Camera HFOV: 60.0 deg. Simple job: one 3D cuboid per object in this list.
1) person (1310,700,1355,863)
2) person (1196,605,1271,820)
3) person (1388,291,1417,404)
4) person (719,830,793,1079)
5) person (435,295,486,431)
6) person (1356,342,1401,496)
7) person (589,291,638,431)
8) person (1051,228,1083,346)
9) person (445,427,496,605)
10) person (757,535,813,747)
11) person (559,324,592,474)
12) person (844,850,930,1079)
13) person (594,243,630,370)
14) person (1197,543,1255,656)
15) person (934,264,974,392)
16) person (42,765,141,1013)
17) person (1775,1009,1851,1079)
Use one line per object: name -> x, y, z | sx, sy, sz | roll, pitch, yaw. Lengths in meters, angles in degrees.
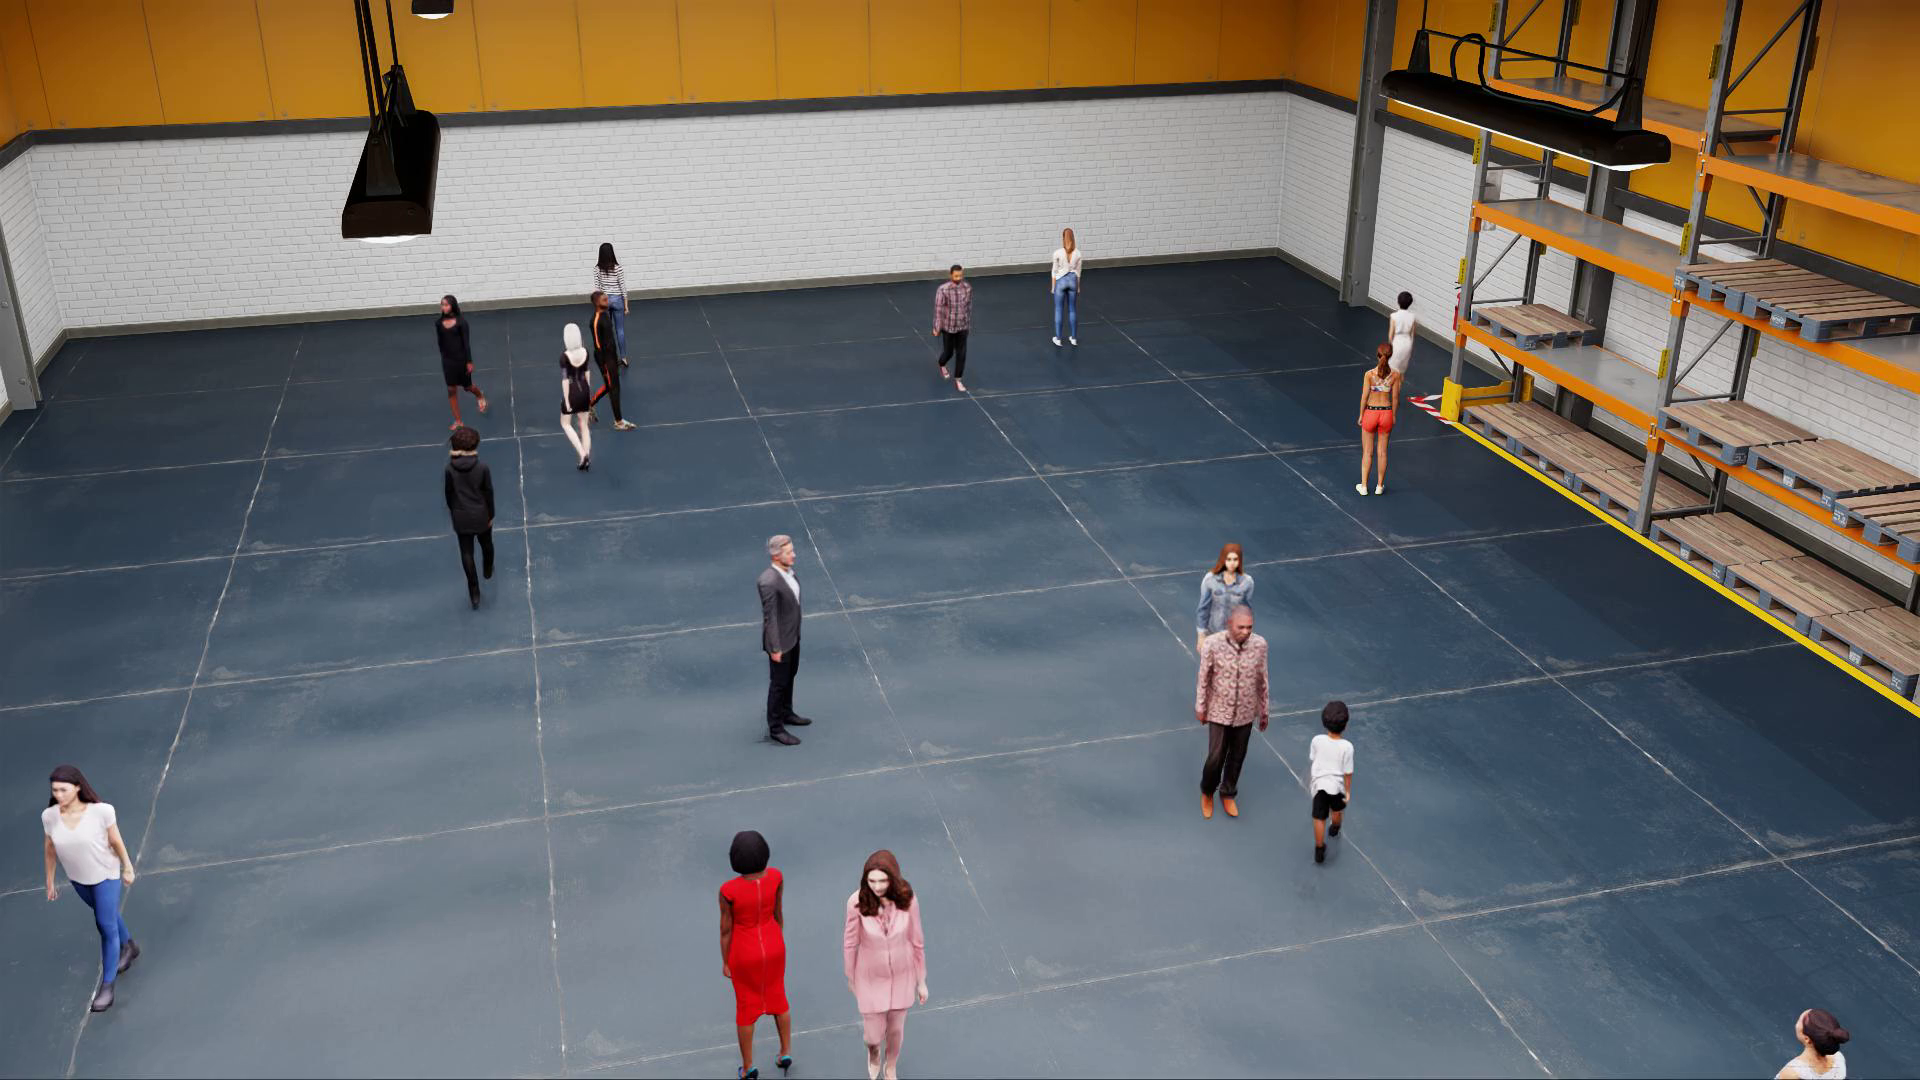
person -> 2.721, 1.823, 12.323 | 0.724, 1.235, 0.858 | 7, 25, 16
person -> 2.089, 1.275, 12.883 | 0.721, 1.790, 0.665 | -2, 24, -5
person -> 5.781, -2.476, 21.772 | 0.607, 1.544, 0.706 | -4, 24, -9
person -> -1.227, 2.529, 10.078 | 0.610, 1.738, 0.598 | -12, 26, -26
person -> -6.347, -2.277, 21.121 | 0.909, 1.701, 1.102 | 5, 24, 12
person -> 4.760, -1.381, 18.958 | 0.655, 1.790, 0.648 | 1, 24, 3
person -> -4.522, -2.272, 20.997 | 0.868, 1.791, 0.985 | 1, 24, 1
person -> 1.557, -3.719, 24.393 | 0.587, 1.721, 0.499 | -6, 24, -13
person -> -4.810, -0.206, 16.350 | 0.609, 1.728, 1.076 | -6, 24, -14
person -> -1.477, 0.793, 13.927 | 0.870, 1.837, 0.715 | 5, 24, 11
person -> -4.436, -1.633, 19.502 | 0.784, 1.818, 0.730 | 21, 31, 39
person -> -0.454, 2.559, 9.948 | 0.625, 1.789, 0.649 | -6, 24, -13
person -> -4.877, -3.275, 23.284 | 0.626, 1.797, 0.569 | 1, 24, 1
person -> 2.219, 0.779, 14.176 | 0.935, 1.664, 1.208 | 4, 24, 9
person -> -0.089, -2.908, 22.532 | 0.737, 1.727, 0.942 | -8, 25, -19
person -> -5.662, 2.188, 10.966 | 0.809, 1.653, 1.087 | 0, 24, -1
person -> 4.471, 3.187, 8.772 | 0.563, 1.580, 0.955 | -6, 24, -14
